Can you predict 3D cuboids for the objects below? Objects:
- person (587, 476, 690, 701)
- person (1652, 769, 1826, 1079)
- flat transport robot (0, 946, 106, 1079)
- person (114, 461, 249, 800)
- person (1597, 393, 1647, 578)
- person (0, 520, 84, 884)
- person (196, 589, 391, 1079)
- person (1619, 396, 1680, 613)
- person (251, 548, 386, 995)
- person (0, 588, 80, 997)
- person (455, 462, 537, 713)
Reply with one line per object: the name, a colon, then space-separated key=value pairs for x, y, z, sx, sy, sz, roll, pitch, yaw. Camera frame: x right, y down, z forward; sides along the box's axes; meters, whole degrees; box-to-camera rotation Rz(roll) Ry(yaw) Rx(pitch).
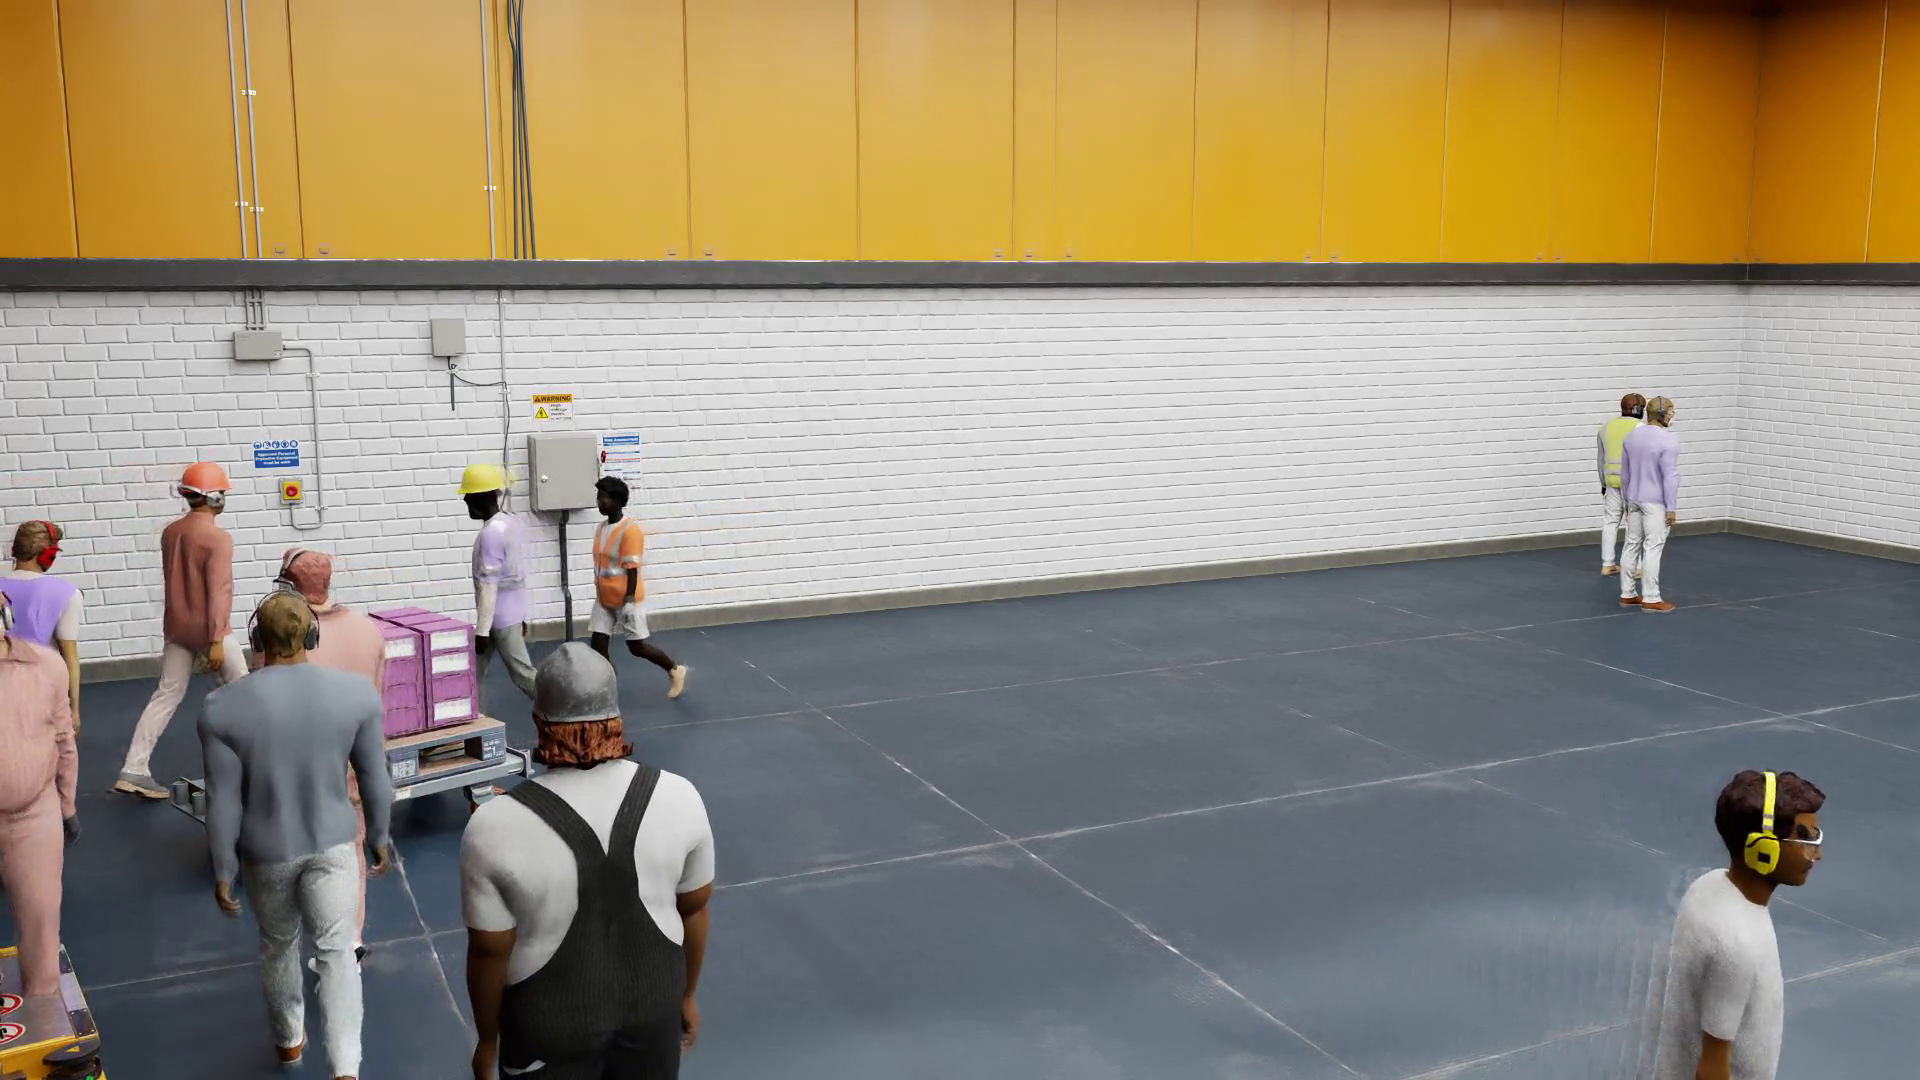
person: x=-2.270 y=0.376 z=11.402 sx=0.528 sy=1.666 sz=0.771 roll=9 pitch=13 yaw=44
person: x=1.989 y=1.464 z=4.107 sx=0.765 sy=1.837 sz=0.542 roll=3 pitch=10 yaw=16
flat transport robot: x=-3.773 y=1.870 z=6.440 sx=0.652 sy=0.197 sz=1.431 roll=-6 pitch=11 yaw=-34
person: x=-4.493 y=0.520 z=9.680 sx=0.626 sy=1.942 sz=1.056 roll=5 pitch=10 yaw=29
person: x=6.652 y=-0.541 z=16.563 sx=0.430 sy=1.838 sz=0.619 roll=-6 pitch=11 yaw=-33
person: x=-4.750 y=0.803 z=8.397 sx=0.653 sy=1.790 sz=0.920 roll=-1 pitch=9 yaw=-6
person: x=-2.384 y=1.126 z=6.040 sx=0.641 sy=1.904 sz=0.983 roll=-4 pitch=10 yaw=-26
person: x=6.171 y=-0.322 z=14.887 sx=0.366 sy=1.936 sz=0.630 roll=-3 pitch=10 yaw=-19
person: x=-2.667 y=0.976 z=6.975 sx=0.487 sy=1.897 sz=0.644 roll=6 pitch=11 yaw=31
person: x=-3.815 y=1.059 z=6.534 sx=0.653 sy=1.874 sz=0.896 roll=-8 pitch=12 yaw=-39
person: x=-2.831 y=0.442 z=10.347 sx=0.991 sy=1.874 sz=0.593 roll=-2 pitch=9 yaw=-12
